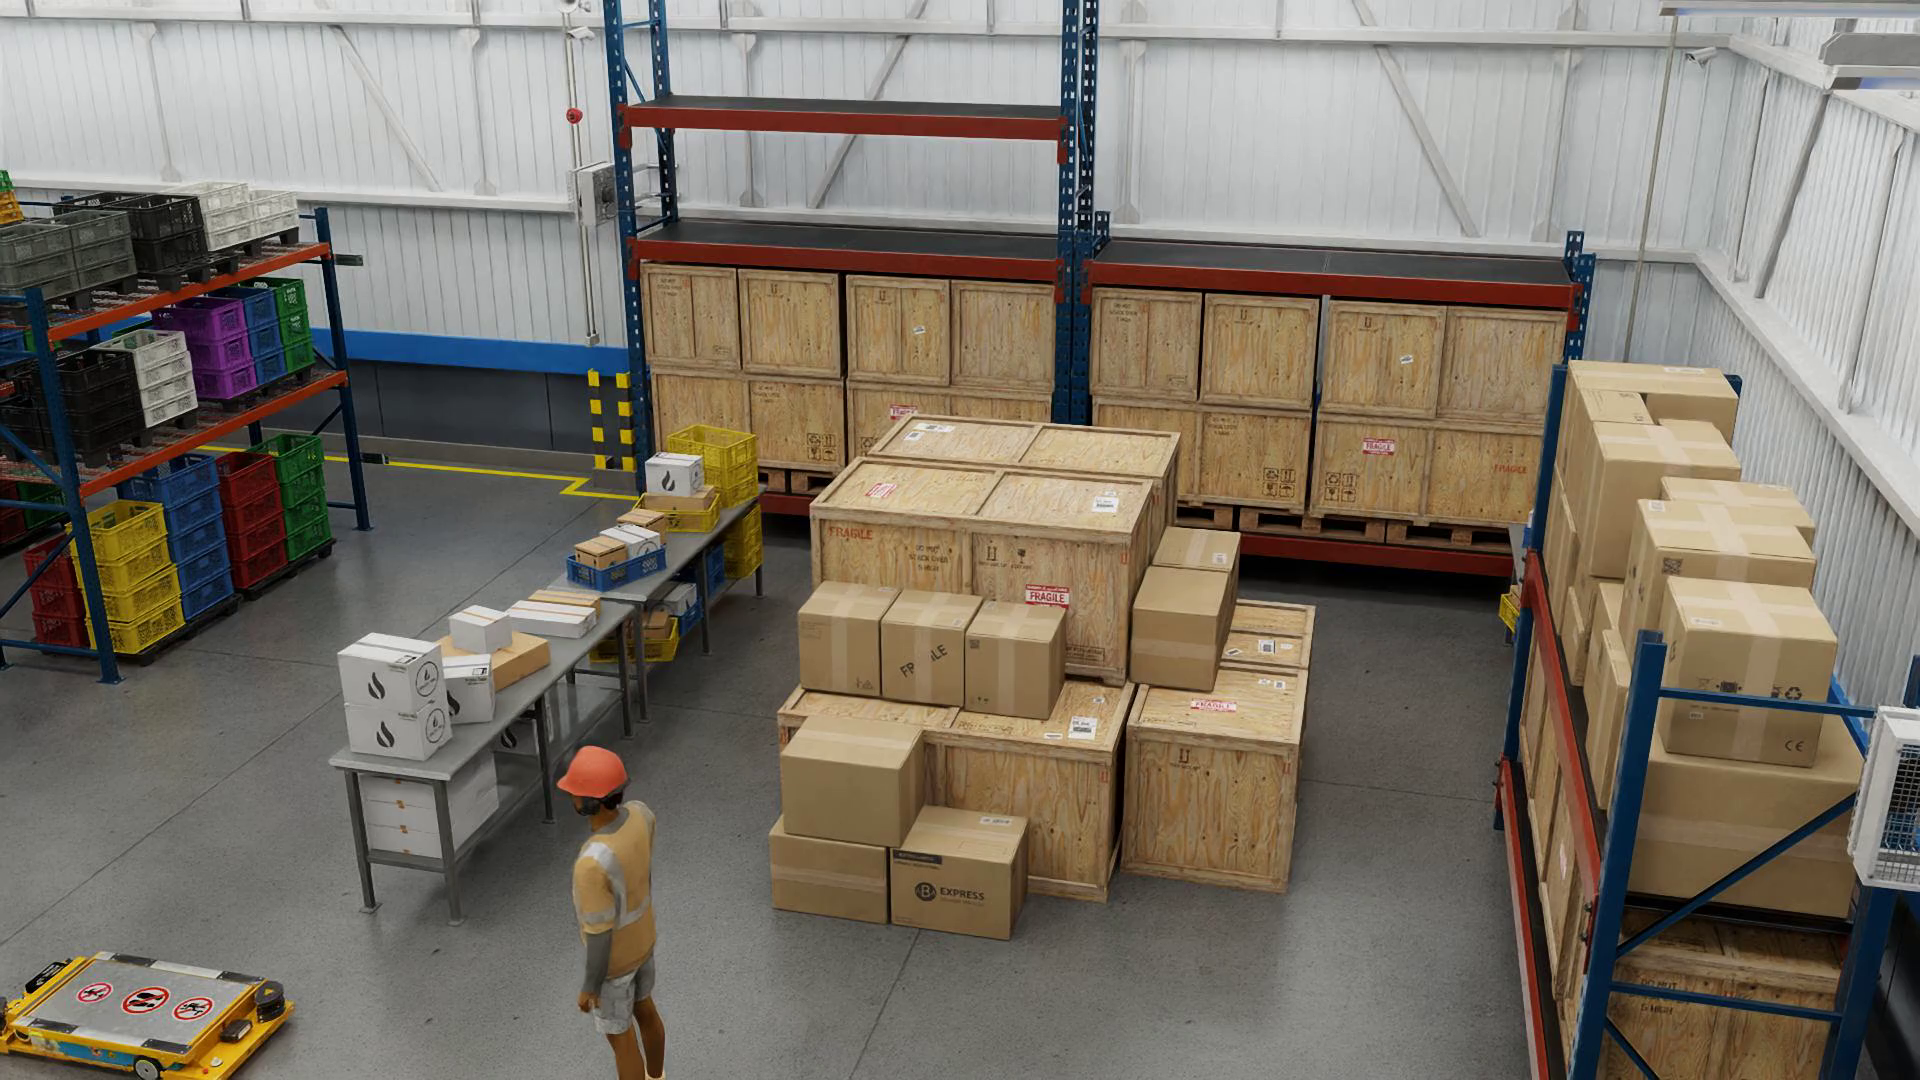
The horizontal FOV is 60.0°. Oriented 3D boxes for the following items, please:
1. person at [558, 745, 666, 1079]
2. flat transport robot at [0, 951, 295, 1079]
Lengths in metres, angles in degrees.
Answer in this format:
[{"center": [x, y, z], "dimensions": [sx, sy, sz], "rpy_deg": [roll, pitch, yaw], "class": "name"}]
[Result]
[{"center": [-1.598, 1.872, 7.665], "dimensions": [0.378, 2.045, 0.604], "rpy_deg": [5, 21, 13], "class": "person"}, {"center": [-4.270, 2.464, 8.601], "dimensions": [1.431, 0.231, 0.659], "rpy_deg": [5, 22, 13], "class": "flat transport robot"}]
